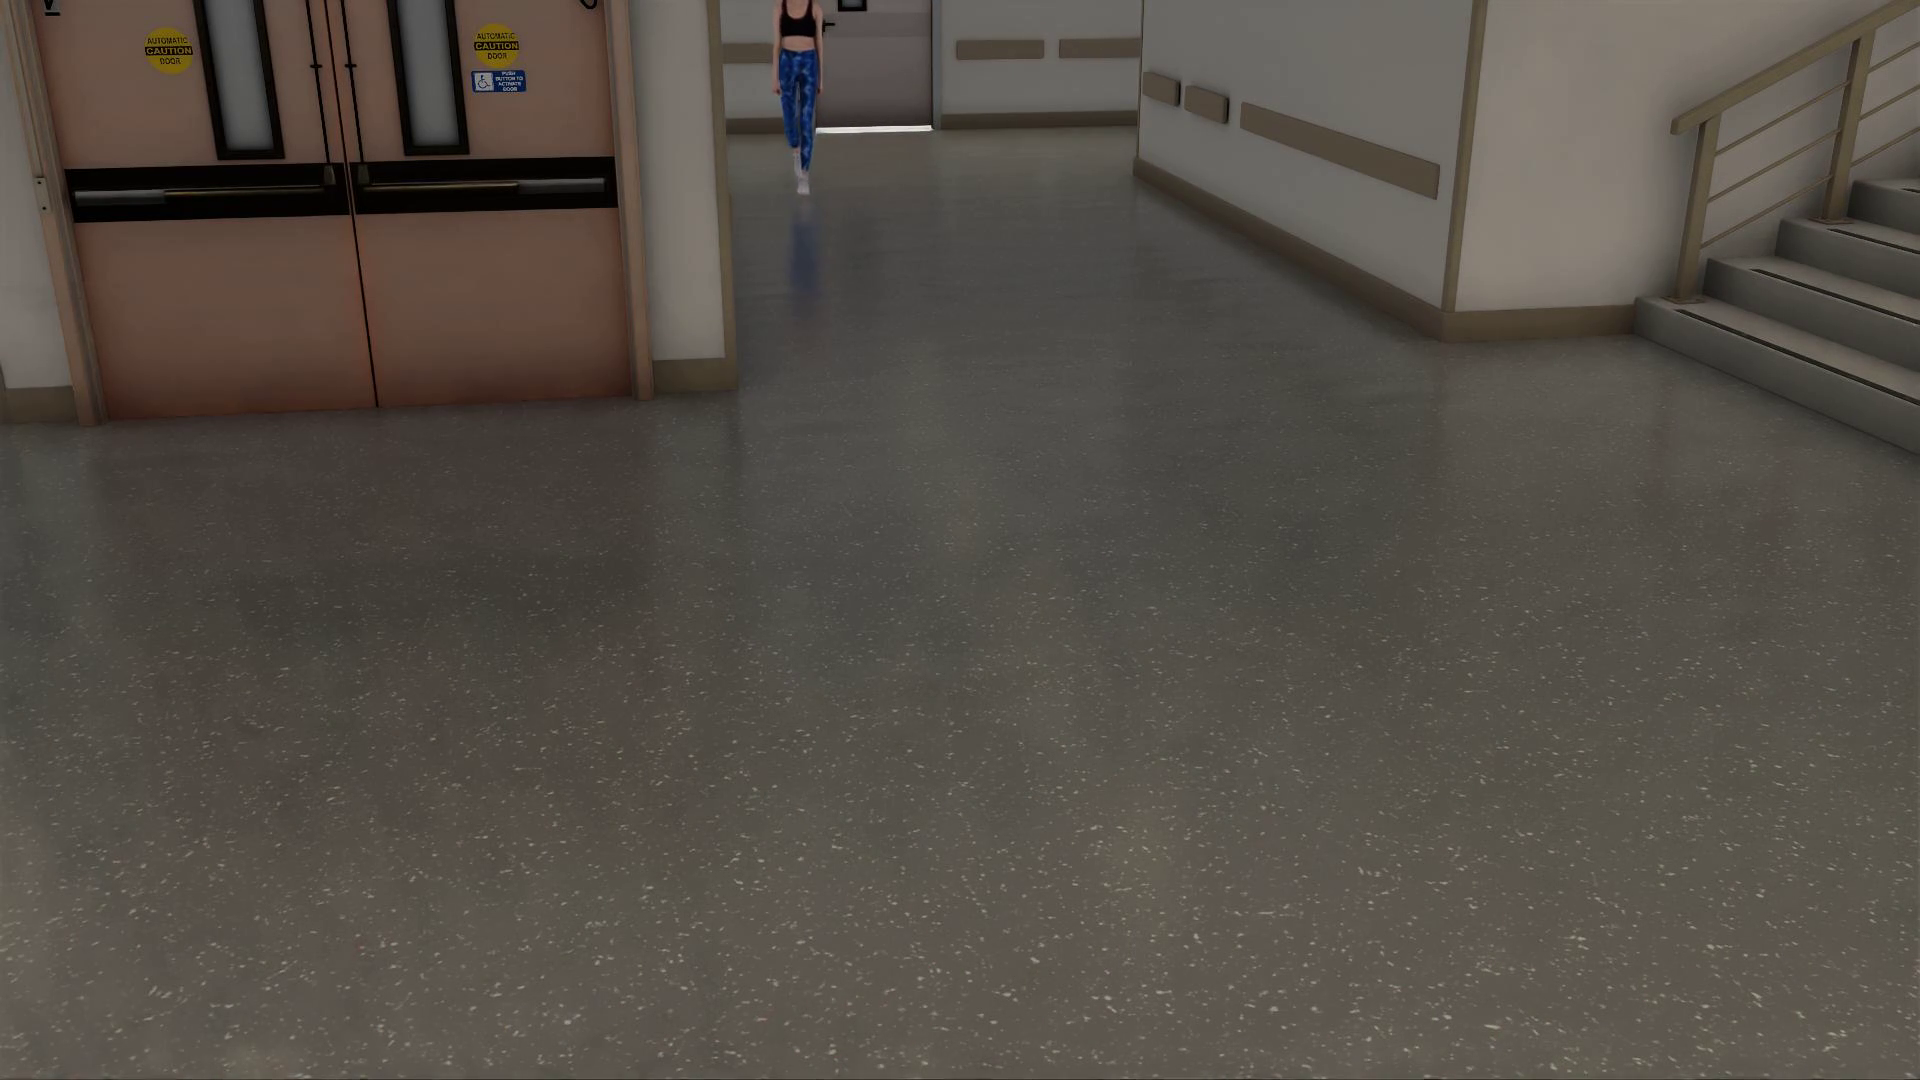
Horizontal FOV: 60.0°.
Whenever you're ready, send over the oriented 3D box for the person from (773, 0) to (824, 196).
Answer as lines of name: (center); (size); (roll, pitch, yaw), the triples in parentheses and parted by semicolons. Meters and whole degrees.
person: (-1.313, -3.704, 13.431); (1.129, 1.755, 0.731); (-1, 21, -2)
